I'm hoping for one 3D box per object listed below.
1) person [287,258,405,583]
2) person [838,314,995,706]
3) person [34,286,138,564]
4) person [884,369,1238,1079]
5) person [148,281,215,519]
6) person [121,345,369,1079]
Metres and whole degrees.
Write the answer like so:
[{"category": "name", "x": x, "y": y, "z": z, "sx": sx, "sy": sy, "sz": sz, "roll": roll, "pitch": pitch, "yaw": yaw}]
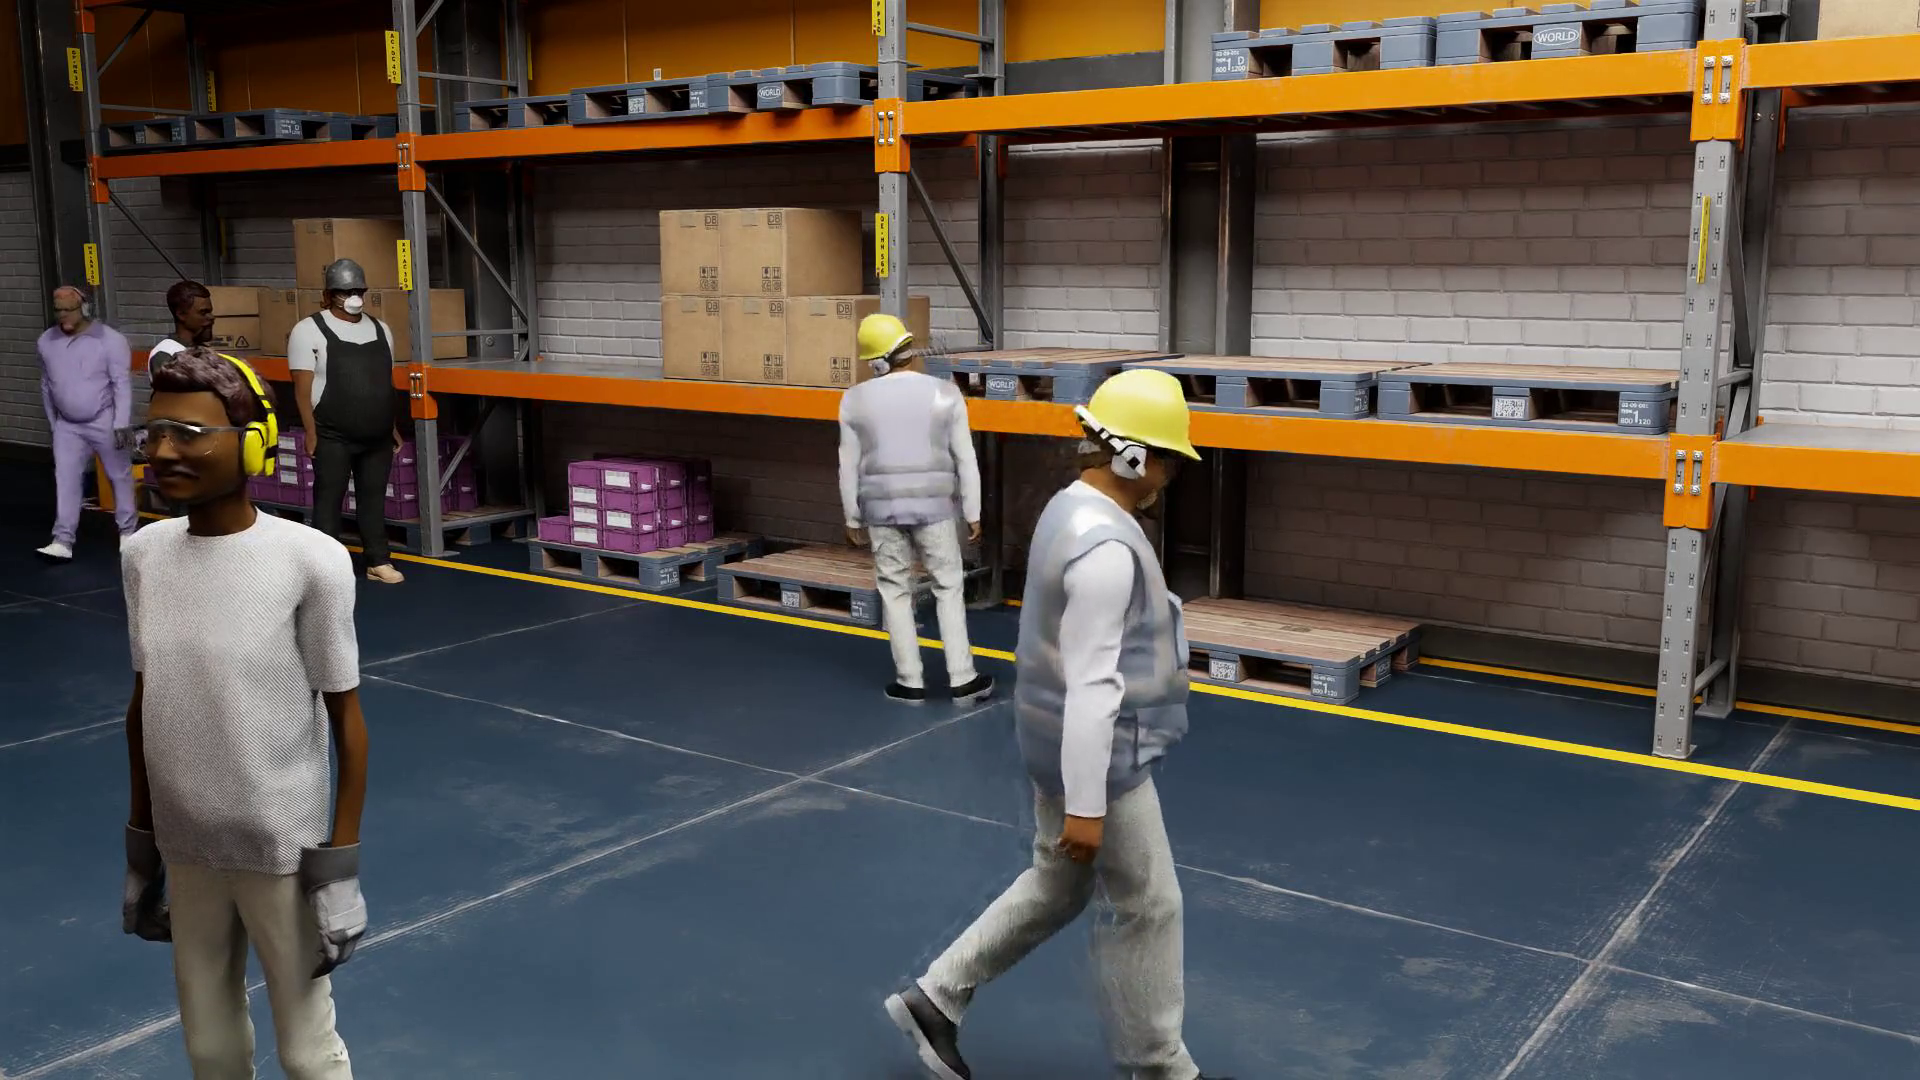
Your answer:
[{"category": "person", "x": -3.730, "y": -0.710, "z": 10.268, "sx": 0.536, "sy": 2.000, "sz": 0.672, "roll": 8, "pitch": 12, "yaw": 40}, {"category": "person", "x": -0.210, "y": -0.130, "z": 7.591, "sx": 0.695, "sy": 1.786, "sz": 0.405, "roll": 0, "pitch": 10, "yaw": -2}, {"category": "person", "x": -5.876, "y": -0.770, "z": 11.177, "sx": 0.675, "sy": 1.843, "sz": 0.996, "roll": 0, "pitch": 10, "yaw": -2}, {"category": "person", "x": 0.243, "y": 0.490, "z": 3.904, "sx": 0.817, "sy": 1.787, "sz": 0.611, "roll": -1, "pitch": 10, "yaw": -4}, {"category": "person", "x": -4.103, "y": -0.414, "z": 8.870, "sx": 0.371, "sy": 1.916, "sz": 0.597, "roll": -1, "pitch": 10, "yaw": -5}, {"category": "person", "x": -1.321, "y": 0.587, "z": 3.046, "sx": 0.514, "sy": 1.874, "sz": 0.328, "roll": 2, "pitch": 10, "yaw": 14}]
